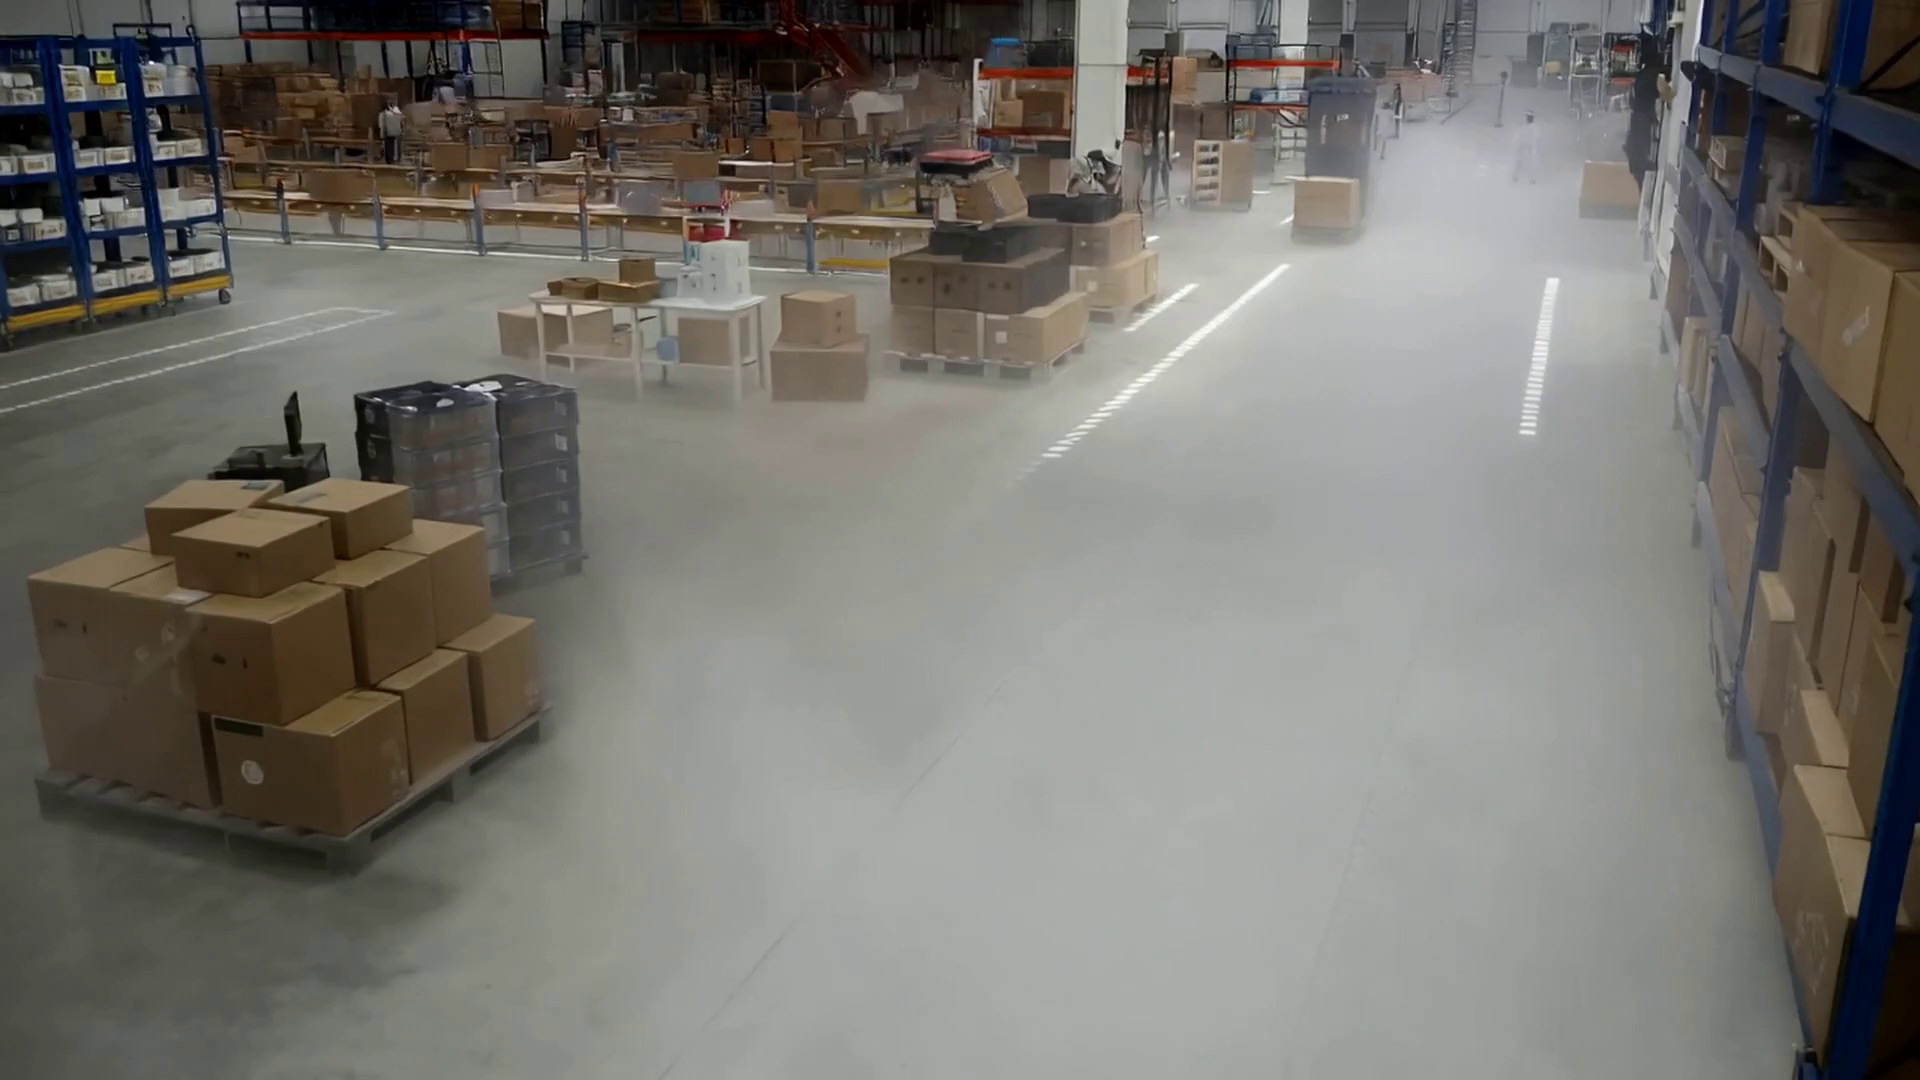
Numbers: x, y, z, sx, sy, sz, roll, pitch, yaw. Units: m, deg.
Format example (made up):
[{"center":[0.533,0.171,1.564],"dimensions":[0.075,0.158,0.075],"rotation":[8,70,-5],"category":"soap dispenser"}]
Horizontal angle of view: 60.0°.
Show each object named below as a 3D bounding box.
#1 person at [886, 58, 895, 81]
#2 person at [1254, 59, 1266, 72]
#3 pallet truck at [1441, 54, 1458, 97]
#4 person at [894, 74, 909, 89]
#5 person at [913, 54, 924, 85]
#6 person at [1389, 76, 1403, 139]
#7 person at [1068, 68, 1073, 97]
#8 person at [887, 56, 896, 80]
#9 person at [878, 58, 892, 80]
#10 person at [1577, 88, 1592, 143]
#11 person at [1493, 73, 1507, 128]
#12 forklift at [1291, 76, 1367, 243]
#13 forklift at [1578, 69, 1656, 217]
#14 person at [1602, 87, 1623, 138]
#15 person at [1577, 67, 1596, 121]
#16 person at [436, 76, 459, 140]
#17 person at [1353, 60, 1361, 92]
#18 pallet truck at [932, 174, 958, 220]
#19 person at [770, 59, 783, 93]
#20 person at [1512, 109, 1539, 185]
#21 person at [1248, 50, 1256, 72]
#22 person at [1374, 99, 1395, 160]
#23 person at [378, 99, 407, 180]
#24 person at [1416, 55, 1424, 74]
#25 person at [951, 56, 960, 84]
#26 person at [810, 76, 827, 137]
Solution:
[{"center":[-3.321,-21.155,76.278],"dimensions":[0.663,1.859,0.441],"rotation":[2,18,6],"category":"person"},{"center":[13.579,-20.859,75.060],"dimensions":[0.747,2.000,0.701],"rotation":[-5,18,-15],"category":"person"},{"center":[22.765,-21.886,78.355],"dimensions":[0.823,1.965,1.885],"rotation":[-4,18,-14],"category":"pallet truck"},{"center":[-2.092,-15.435,58.405],"dimensions":[0.633,1.809,0.464],"rotation":[-13,22,-36],"category":"person"},{"center":[-2.008,-22.416,80.151],"dimensions":[0.595,1.917,0.373],"rotation":[-10,20,-30],"category":"person"},{"center":[13.822,-13.688,52.695],"dimensions":[0.359,1.938,0.547],"rotation":[4,18,11],"category":"person"},{"center":[5.035,-20.506,74.513],"dimensions":[0.490,1.711,0.893],"rotation":[-5,18,-15],"category":"person"},{"center":[-3.415,-22.860,81.747],"dimensions":[0.524,1.796,0.991],"rotation":[10,20,29],"category":"person"},{"center":[-3.385,-20.535,74.267],"dimensions":[0.653,1.931,0.770],"rotation":[-3,18,-11],"category":"person"},{"center":[19.318,-13.126,51.410],"dimensions":[0.310,1.642,0.514],"rotation":[-1,18,-2],"category":"person"},{"center":[18.770,-15.249,57.708],"dimensions":[0.329,1.873,0.515],"rotation":[0,18,1],"category":"person"},{"center":[6.598,-6.755,29.381],"dimensions":[1.129,2.768,1.873],"rotation":[6,19,19],"category":"forklift"},{"center":[13.219,-7.740,32.475],"dimensions":[1.873,2.768,1.129],"rotation":[6,19,18],"category":"forklift"},{"center":[20.867,-13.653,53.124],"dimensions":[0.795,1.605,0.513],"rotation":[-6,19,-19],"category":"person"},{"center":[23.065,-16.418,61.252],"dimensions":[0.606,1.957,0.388],"rotation":[5,18,15],"category":"person"},{"center":[-15.888,-13.324,51.526],"dimensions":[1.000,2.013,0.639],"rotation":[11,21,31],"category":"person"},{"center":[16.629,-19.134,69.832],"dimensions":[0.390,1.929,0.540],"rotation":[9,20,25],"category":"person"},{"center":[-0.507,-5.292,27.348],"dimensions":[0.653,1.274,1.630],"rotation":[6,19,19],"category":"pallet truck"},{"center":[-8.297,-20.804,75.177],"dimensions":[0.583,1.864,0.666],"rotation":[1,18,3],"category":"person"},{"center":[13.319,-9.239,39.070],"dimensions":[0.534,1.727,0.916],"rotation":[-3,18,-10],"category":"person"},{"center":[16.409,-26.419,92.903],"dimensions":[0.548,1.804,0.996],"rotation":[-16,24,-41],"category":"person"},{"center":[11.622,-11.206,45.418],"dimensions":[0.530,1.603,0.739],"rotation":[9,20,26],"category":"person"},{"center":[-13.607,-9.632,39.996],"dimensions":[0.407,1.912,0.643],"rotation":[14,22,37],"category":"person"},{"center":[22.357,-22.638,80.931],"dimensions":[0.985,1.881,0.599],"rotation":[-6,19,-19],"category":"person"},{"center":[-0.240,-21.208,76.348],"dimensions":[0.545,1.923,0.688],"rotation":[17,24,42],"category":"person"},{"center":[-4.551,-13.945,53.530],"dimensions":[0.563,1.919,0.426],"rotation":[5,18,16],"category":"person"}]
